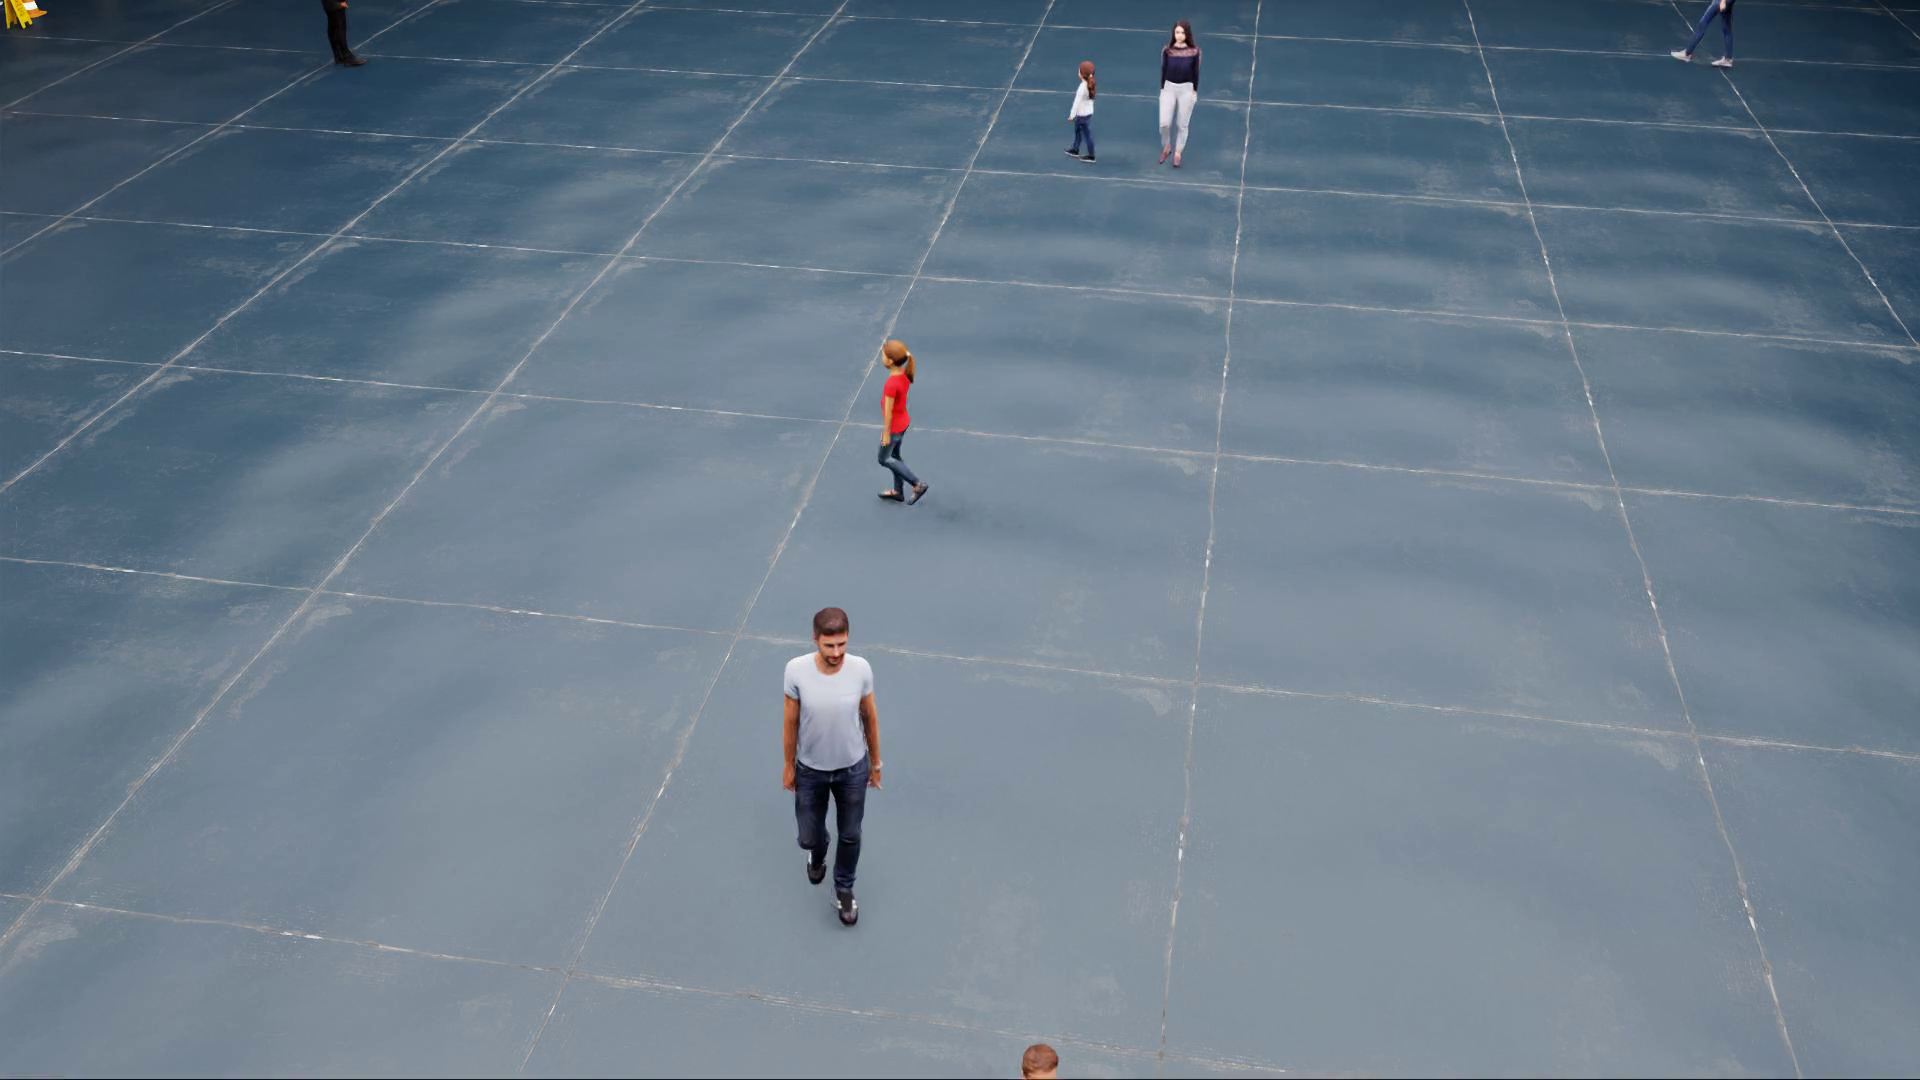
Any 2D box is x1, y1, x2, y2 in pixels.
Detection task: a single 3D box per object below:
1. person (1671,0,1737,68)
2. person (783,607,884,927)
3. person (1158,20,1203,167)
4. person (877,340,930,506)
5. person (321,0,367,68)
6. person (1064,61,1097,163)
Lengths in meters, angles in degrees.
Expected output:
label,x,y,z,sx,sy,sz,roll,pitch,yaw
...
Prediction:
label,x,y,z,sx,sy,sz,roll,pitch,yaw
person,9.881,-6.924,21.310,1.083,1.714,0.859,19,37,27
person,-0.664,1.093,8.466,0.810,1.858,0.855,-5,33,-7
person,2.405,-4.887,18.190,0.535,1.598,0.675,9,33,13
person,-0.405,-0.814,12.018,0.657,1.294,0.525,9,33,15
person,-8.072,-7.010,21.386,0.784,1.777,0.701,-27,41,-35
person,1.438,-4.727,18.410,0.657,1.092,0.519,11,34,17
